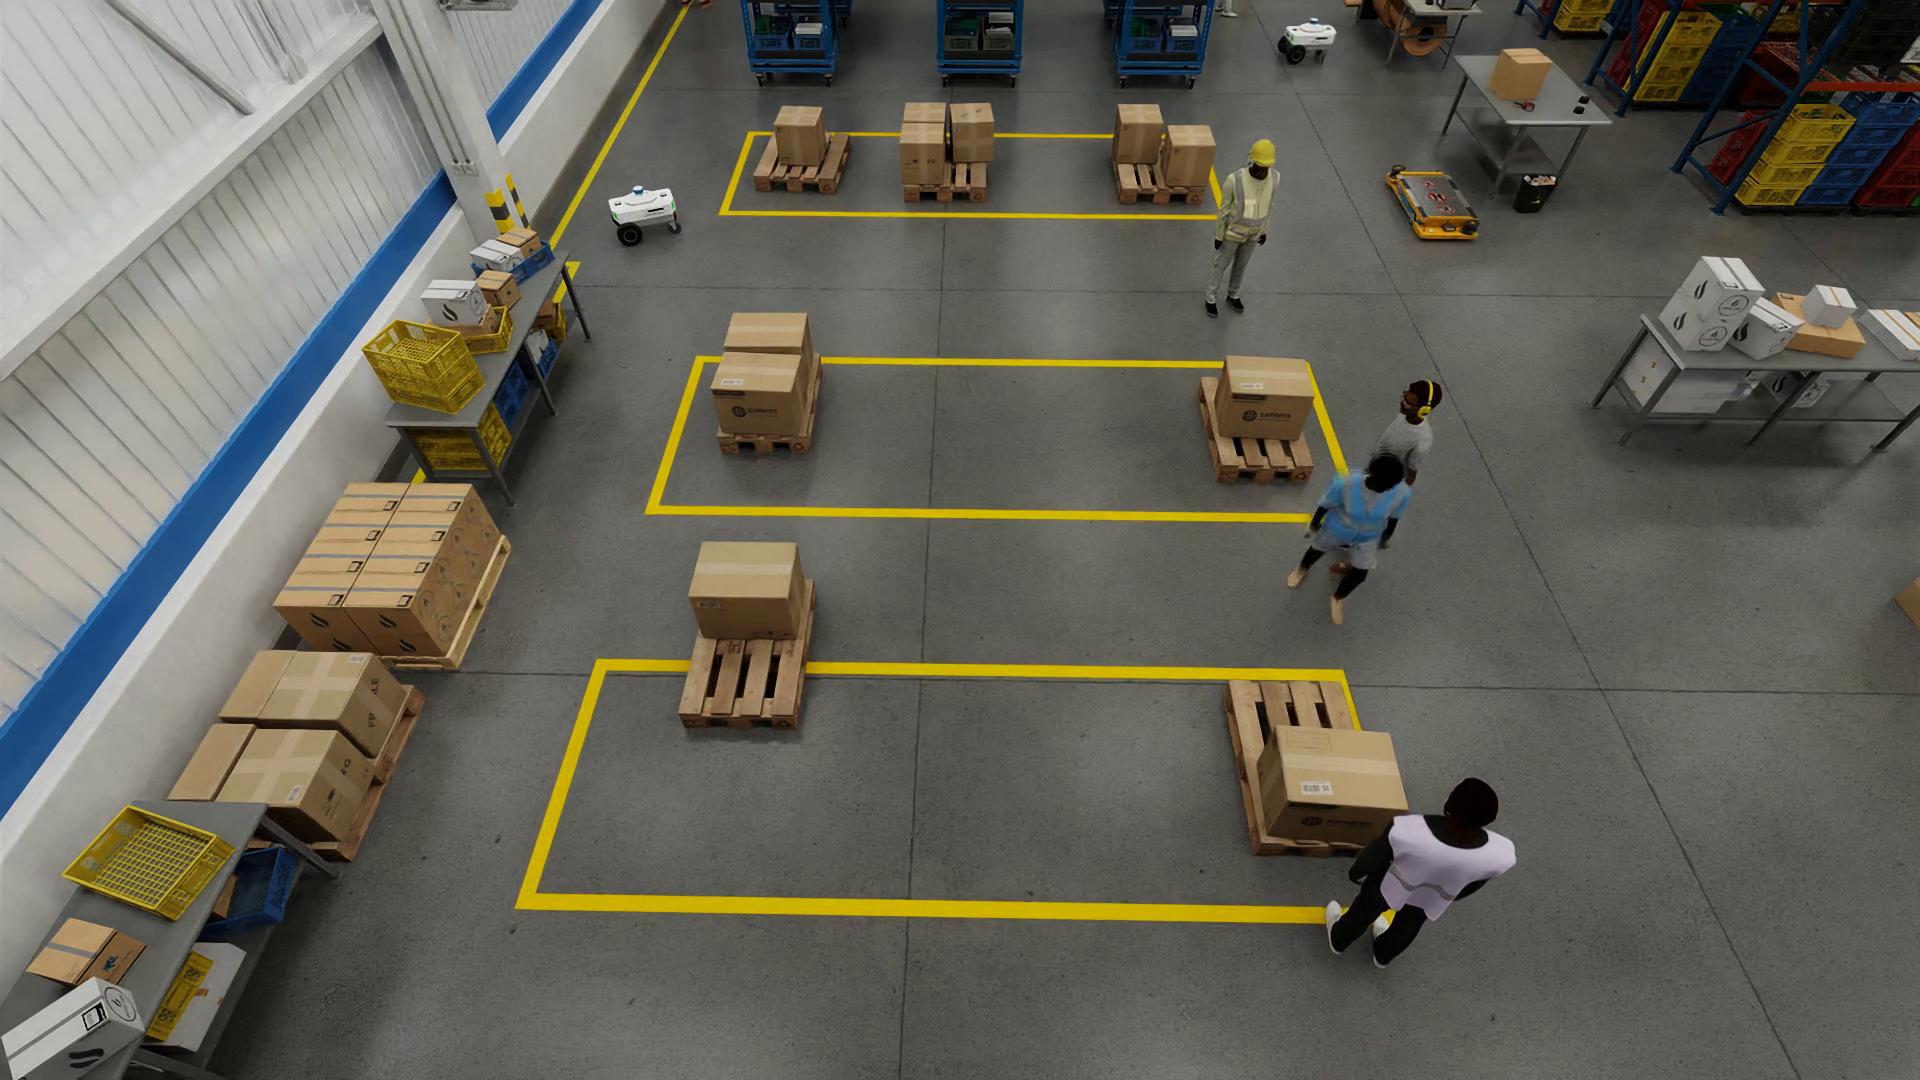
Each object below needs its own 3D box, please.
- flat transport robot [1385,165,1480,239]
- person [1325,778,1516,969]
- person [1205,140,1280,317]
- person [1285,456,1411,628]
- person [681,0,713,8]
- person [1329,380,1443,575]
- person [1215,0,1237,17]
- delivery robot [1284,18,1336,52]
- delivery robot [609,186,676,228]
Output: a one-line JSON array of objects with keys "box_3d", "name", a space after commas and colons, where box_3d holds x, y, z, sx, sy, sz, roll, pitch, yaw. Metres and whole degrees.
[{"box_3d": [5.692, -4.094, 11.059, 0.652, 0.197, 1.431, 1, 49, 1], "name": "flat transport robot"}, {"box_3d": [2.390, 1.818, 4.868, 0.592, 1.915, 0.399, 11, 50, 10], "name": "person"}, {"box_3d": [2.828, -3.096, 9.169, 0.591, 1.833, 0.403, -13, 50, -11], "name": "person"}, {"box_3d": [2.825, -0.031, 6.653, 0.609, 1.608, 0.660, 10, 50, 9], "name": "person"}, {"box_3d": [-4.440, -9.766, 14.853, 0.628, 1.980, 0.445, 9, 50, 8], "name": "person"}, {"box_3d": [3.155, -0.446, 6.850, 0.326, 1.874, 0.518, 1, 49, 1], "name": "person"}, {"box_3d": [4.412, -9.326, 14.688, 0.306, 1.639, 0.522, -9, 50, -8], "name": "person"}, {"box_3d": [5.292, -7.625, 13.869, 0.707, 0.478, 0.477, -4, 49, -4], "name": "delivery robot"}, {"box_3d": [-3.662, -3.847, 10.599, 0.707, 0.478, 0.477, -17, 51, -14], "name": "delivery robot"}]
